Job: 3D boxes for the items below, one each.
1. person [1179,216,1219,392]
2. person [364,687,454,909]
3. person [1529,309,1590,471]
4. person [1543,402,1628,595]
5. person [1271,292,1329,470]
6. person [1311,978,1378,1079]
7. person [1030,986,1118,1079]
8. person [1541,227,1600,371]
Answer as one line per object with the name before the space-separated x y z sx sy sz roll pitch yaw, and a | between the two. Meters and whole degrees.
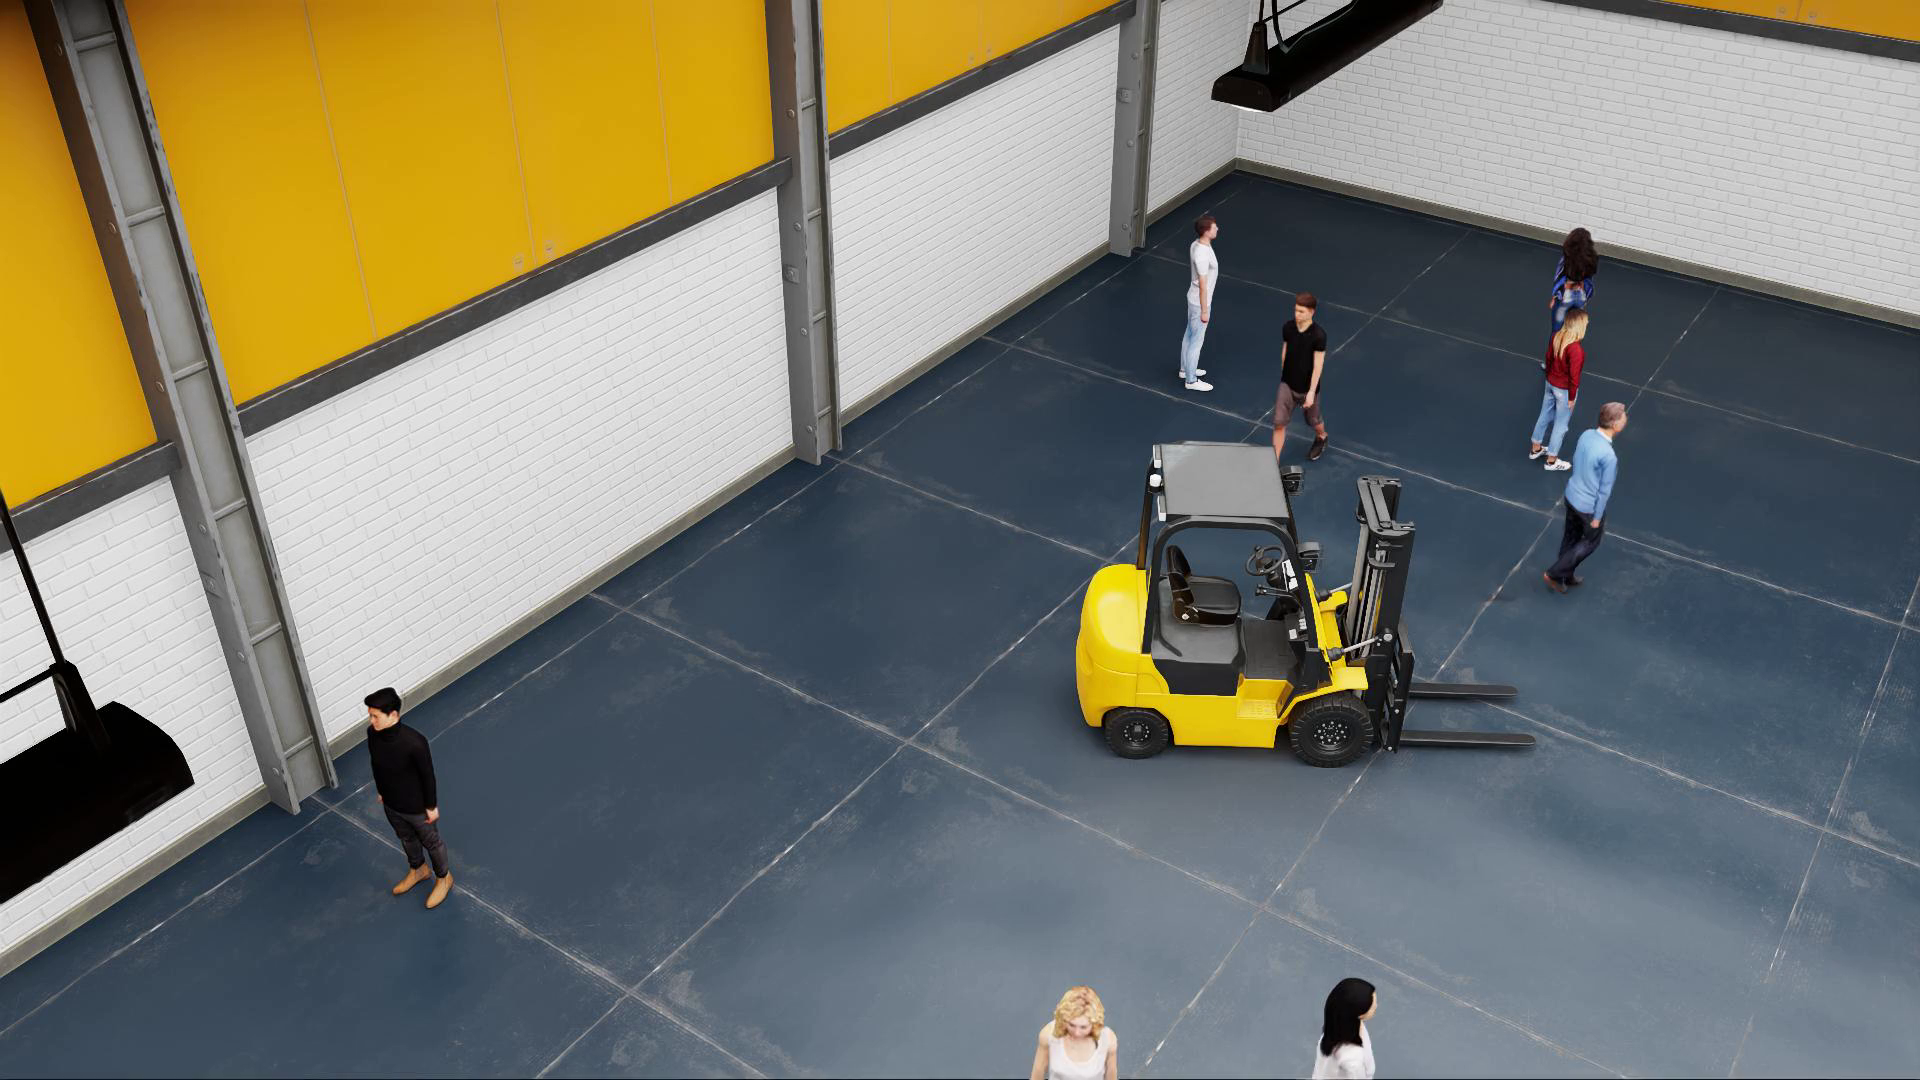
person | 2.450 -2.448 17.066 0.782 1.852 0.686 -1 34 -2
person | -3.651 1.678 10.975 0.680 1.722 0.571 16 37 22
person | 5.698 -1.445 15.753 0.716 1.635 0.685 -10 35 -15
person | 5.174 -0.332 13.930 0.900 1.799 0.840 -7 34 -10
person | 3.269 -1.478 15.625 0.730 1.832 1.251 25 41 33
person | 1.947 3.010 9.021 0.981 1.668 1.010 3 34 5
person | 0.647 2.980 9.104 0.879 1.626 1.133 7 34 10
person | 6.366 -2.504 17.361 0.692 1.618 0.739 -3 34 -5
